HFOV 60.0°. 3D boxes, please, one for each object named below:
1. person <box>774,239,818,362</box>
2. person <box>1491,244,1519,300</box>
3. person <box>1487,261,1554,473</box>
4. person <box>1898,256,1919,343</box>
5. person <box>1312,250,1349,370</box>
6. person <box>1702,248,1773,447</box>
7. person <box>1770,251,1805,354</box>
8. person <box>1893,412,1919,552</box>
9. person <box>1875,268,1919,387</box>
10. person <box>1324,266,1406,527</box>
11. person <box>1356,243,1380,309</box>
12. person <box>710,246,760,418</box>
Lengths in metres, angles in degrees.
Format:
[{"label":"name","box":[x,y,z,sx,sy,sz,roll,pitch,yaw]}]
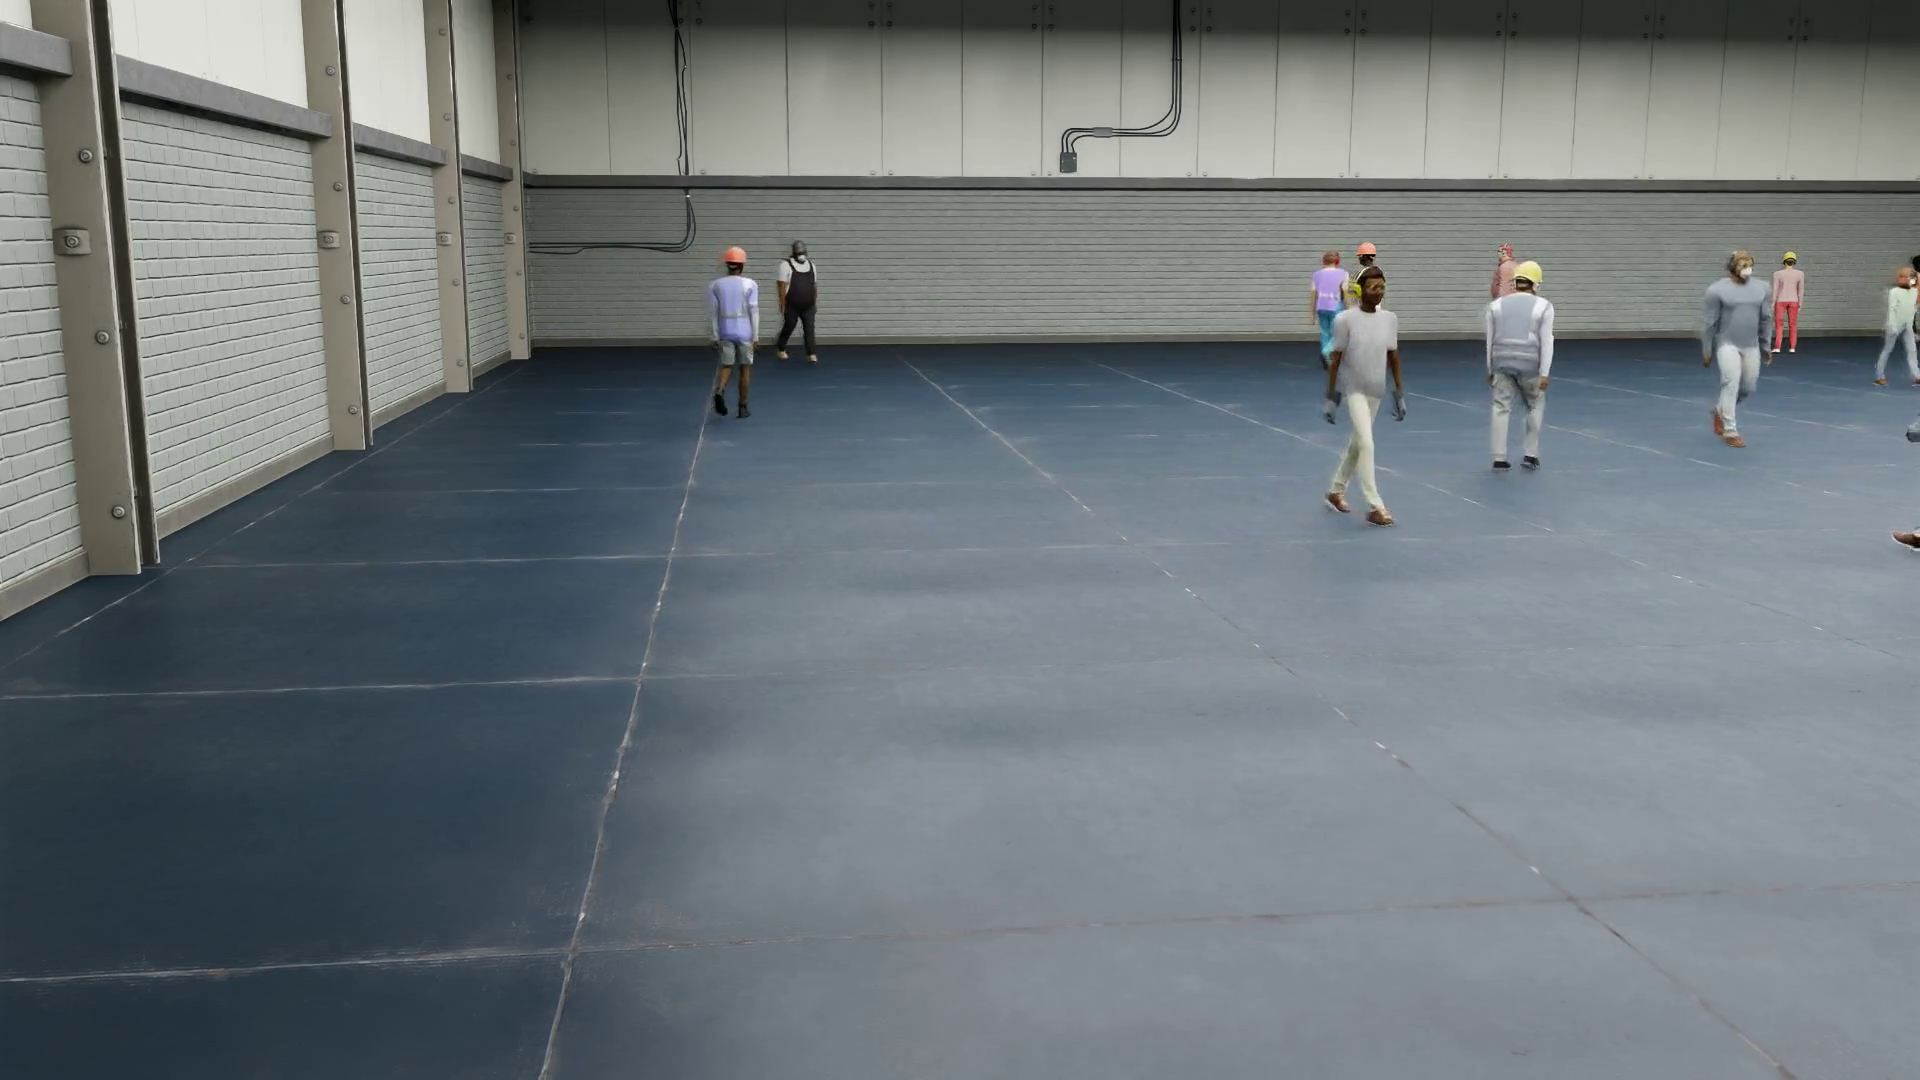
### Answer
[{"label":"person","box":[-2.670,-3.933,27.135,0.715,2.000,0.926,-6,12,-30]},{"label":"person","box":[9.053,-3.975,27.733,0.409,1.909,0.640,7,12,33]},{"label":"person","box":[4.841,-1.491,14.366,0.606,1.804,0.648,7,13,35]},{"label":"person","box":[18.194,-4.561,31.629,0.545,1.646,0.852,-3,11,-17]},{"label":"person","box":[5.563,-3.452,25.062,0.578,1.832,0.606,8,13,36]},{"label":"person","box":[7.545,-1.882,16.239,0.642,1.922,0.750,0,10,-1]},{"label":"person","box":[14.360,-4.120,28.912,0.529,1.767,0.329,2,10,8]},{"label":"person","box":[6.236,-0.744,10.283,0.517,1.822,0.995,-4,11,-19]},{"label":"person","box":[12.748,-2.846,22.392,0.512,1.594,0.841,-3,11,-18]},{"label":"person","box":[2.906,-1.048,11.932,0.538,1.827,0.967,-4,11,-20]},{"label":"person","box":[5.787,-3.257,23.707,0.377,1.938,0.547,7,12,32]},{"label":"person","box":[-2.502,-2.284,18.430,0.551,1.920,0.628,2,11,12]}]
